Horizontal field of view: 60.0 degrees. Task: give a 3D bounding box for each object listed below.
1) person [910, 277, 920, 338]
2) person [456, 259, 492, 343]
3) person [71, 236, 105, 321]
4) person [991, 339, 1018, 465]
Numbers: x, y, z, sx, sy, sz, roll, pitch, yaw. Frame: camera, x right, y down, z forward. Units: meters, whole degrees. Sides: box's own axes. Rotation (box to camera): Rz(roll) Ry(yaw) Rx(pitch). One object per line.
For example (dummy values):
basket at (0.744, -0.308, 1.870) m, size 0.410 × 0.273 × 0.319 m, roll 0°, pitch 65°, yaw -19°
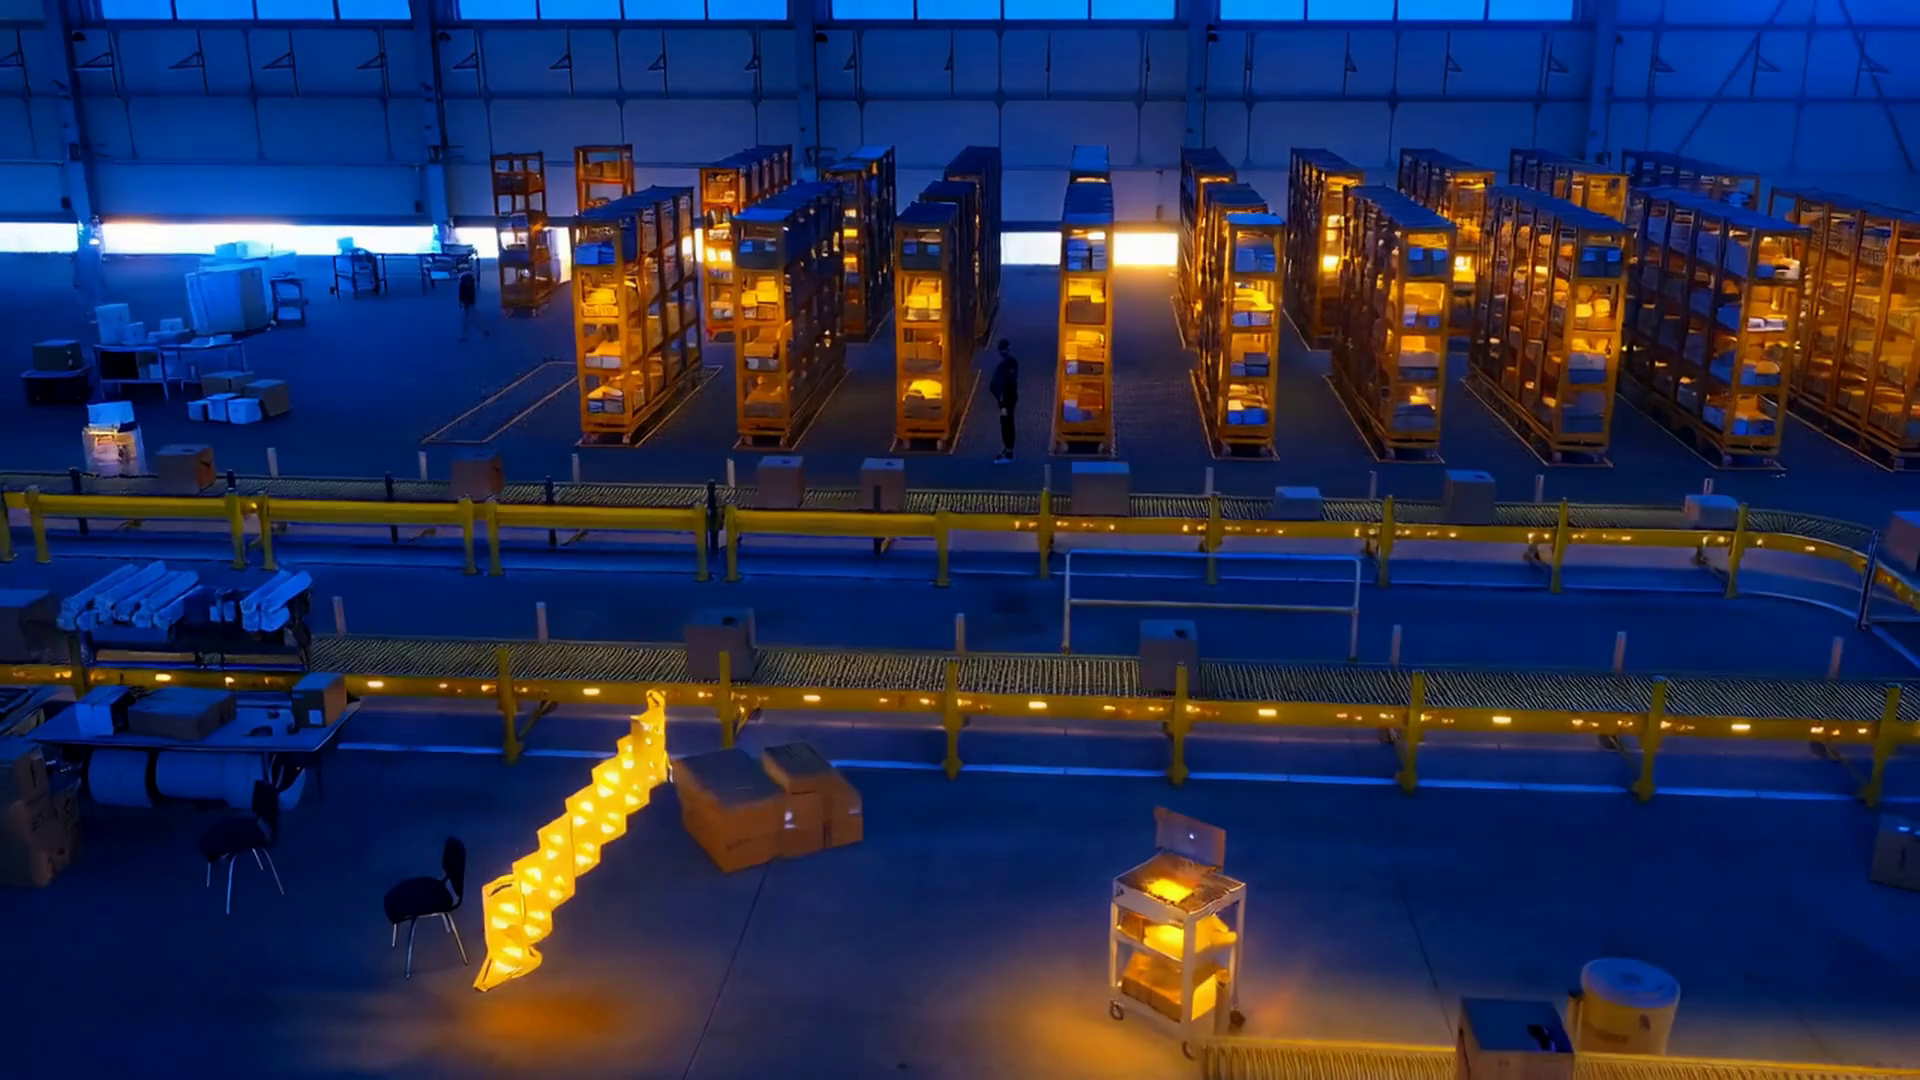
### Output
person at (-0.732, -4.496, 32.903) m, size 0.776 × 1.802 × 0.587 m, roll -4°, pitch 18°, yaw -13°
person at (-10.140, -4.969, 34.488) m, size 0.741 × 1.730 × 0.565 m, roll -10°, pitch 20°, yaw -29°
person at (-19.280, -5.773, 36.806) m, size 0.435 × 1.878 × 0.667 m, roll 15°, pitch 23°, yaw 39°
person at (0.666, -2.093, 25.081) m, size 0.406 × 1.906 × 0.654 m, roll 1°, pitch 18°, yaw 4°
